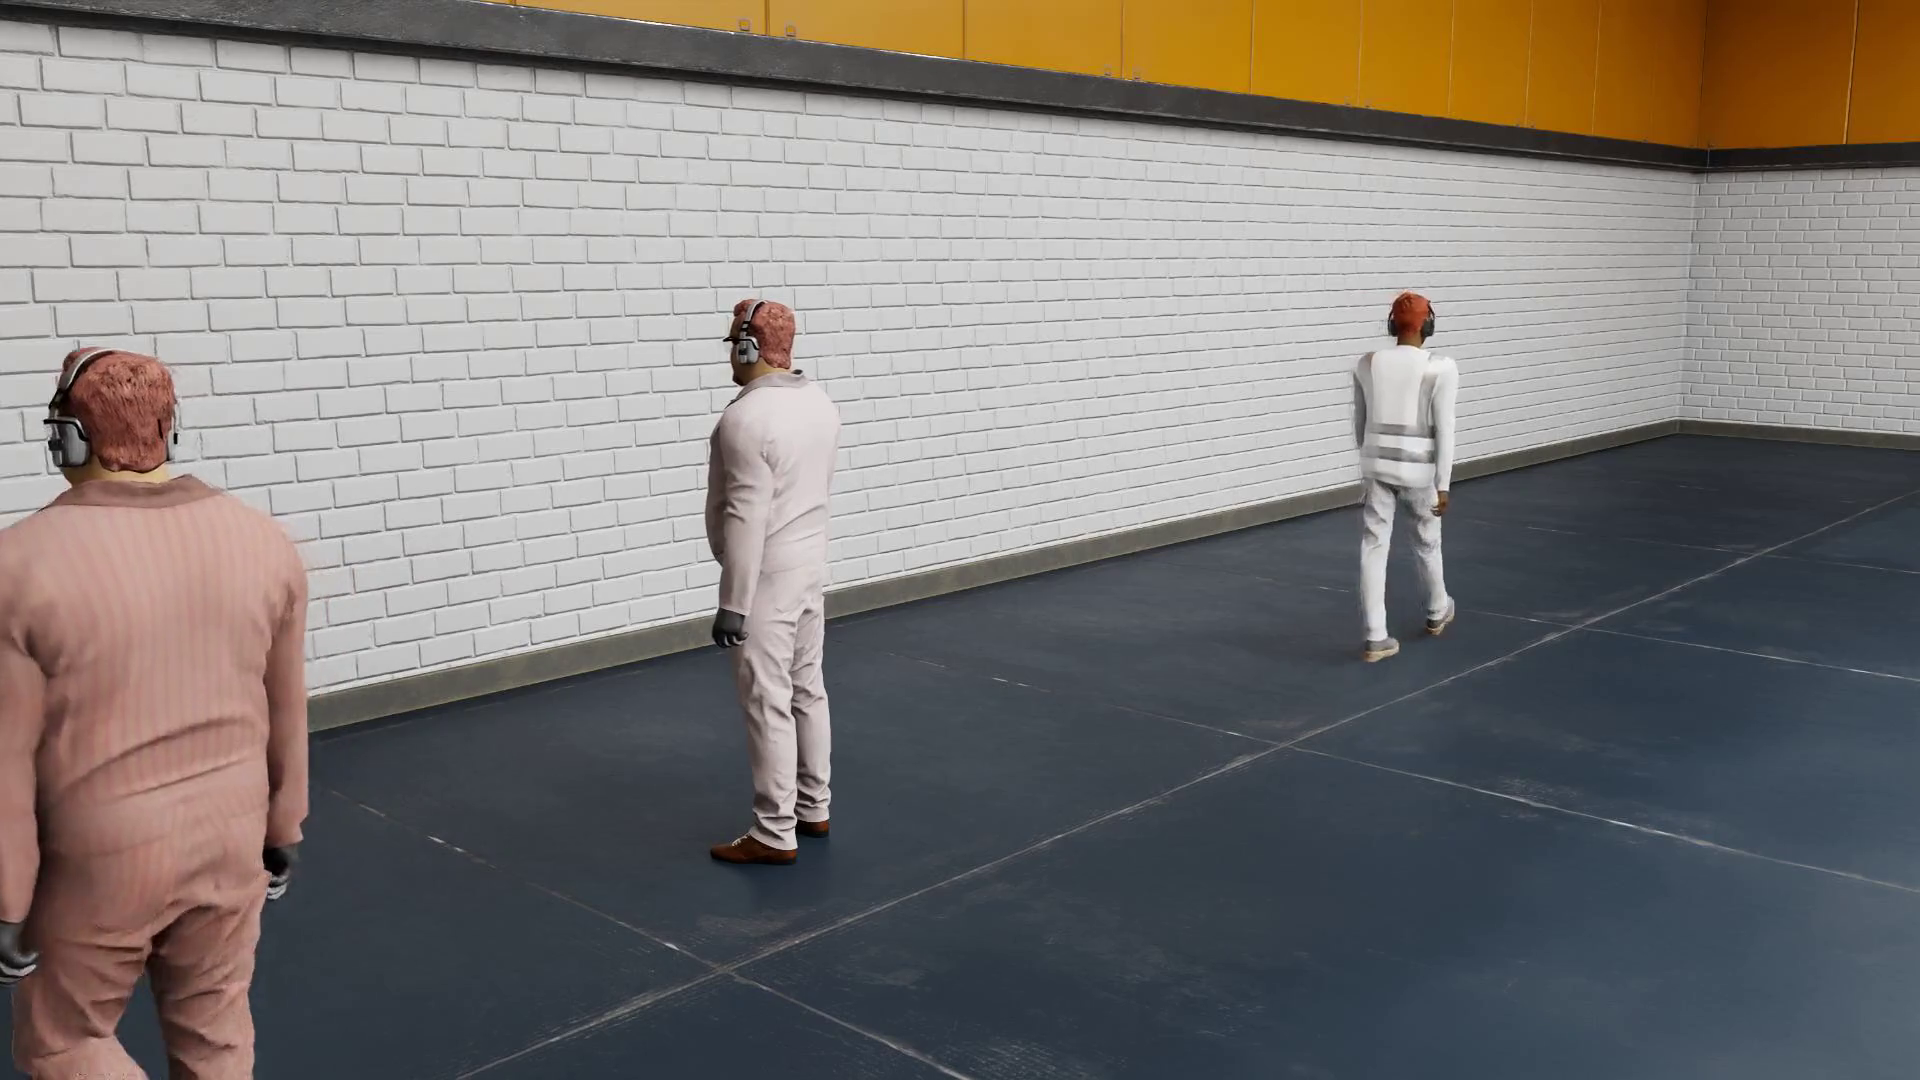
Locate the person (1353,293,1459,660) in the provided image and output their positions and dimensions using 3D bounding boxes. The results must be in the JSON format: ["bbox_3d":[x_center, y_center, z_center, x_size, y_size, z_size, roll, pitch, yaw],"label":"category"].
[{"bbox_3d":[2.320,-0.345,8.613,0.575,1.836,0.965,6,12,32],"label":"person"}]

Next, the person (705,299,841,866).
[{"bbox_3d":[-0.658,0.143,5.649,0.405,1.906,0.653,4,11,21],"label":"person"}]

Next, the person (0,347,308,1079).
[{"bbox_3d":[-1.526,0.585,3.157,0.487,1.893,0.670,7,12,34],"label":"person"}]
